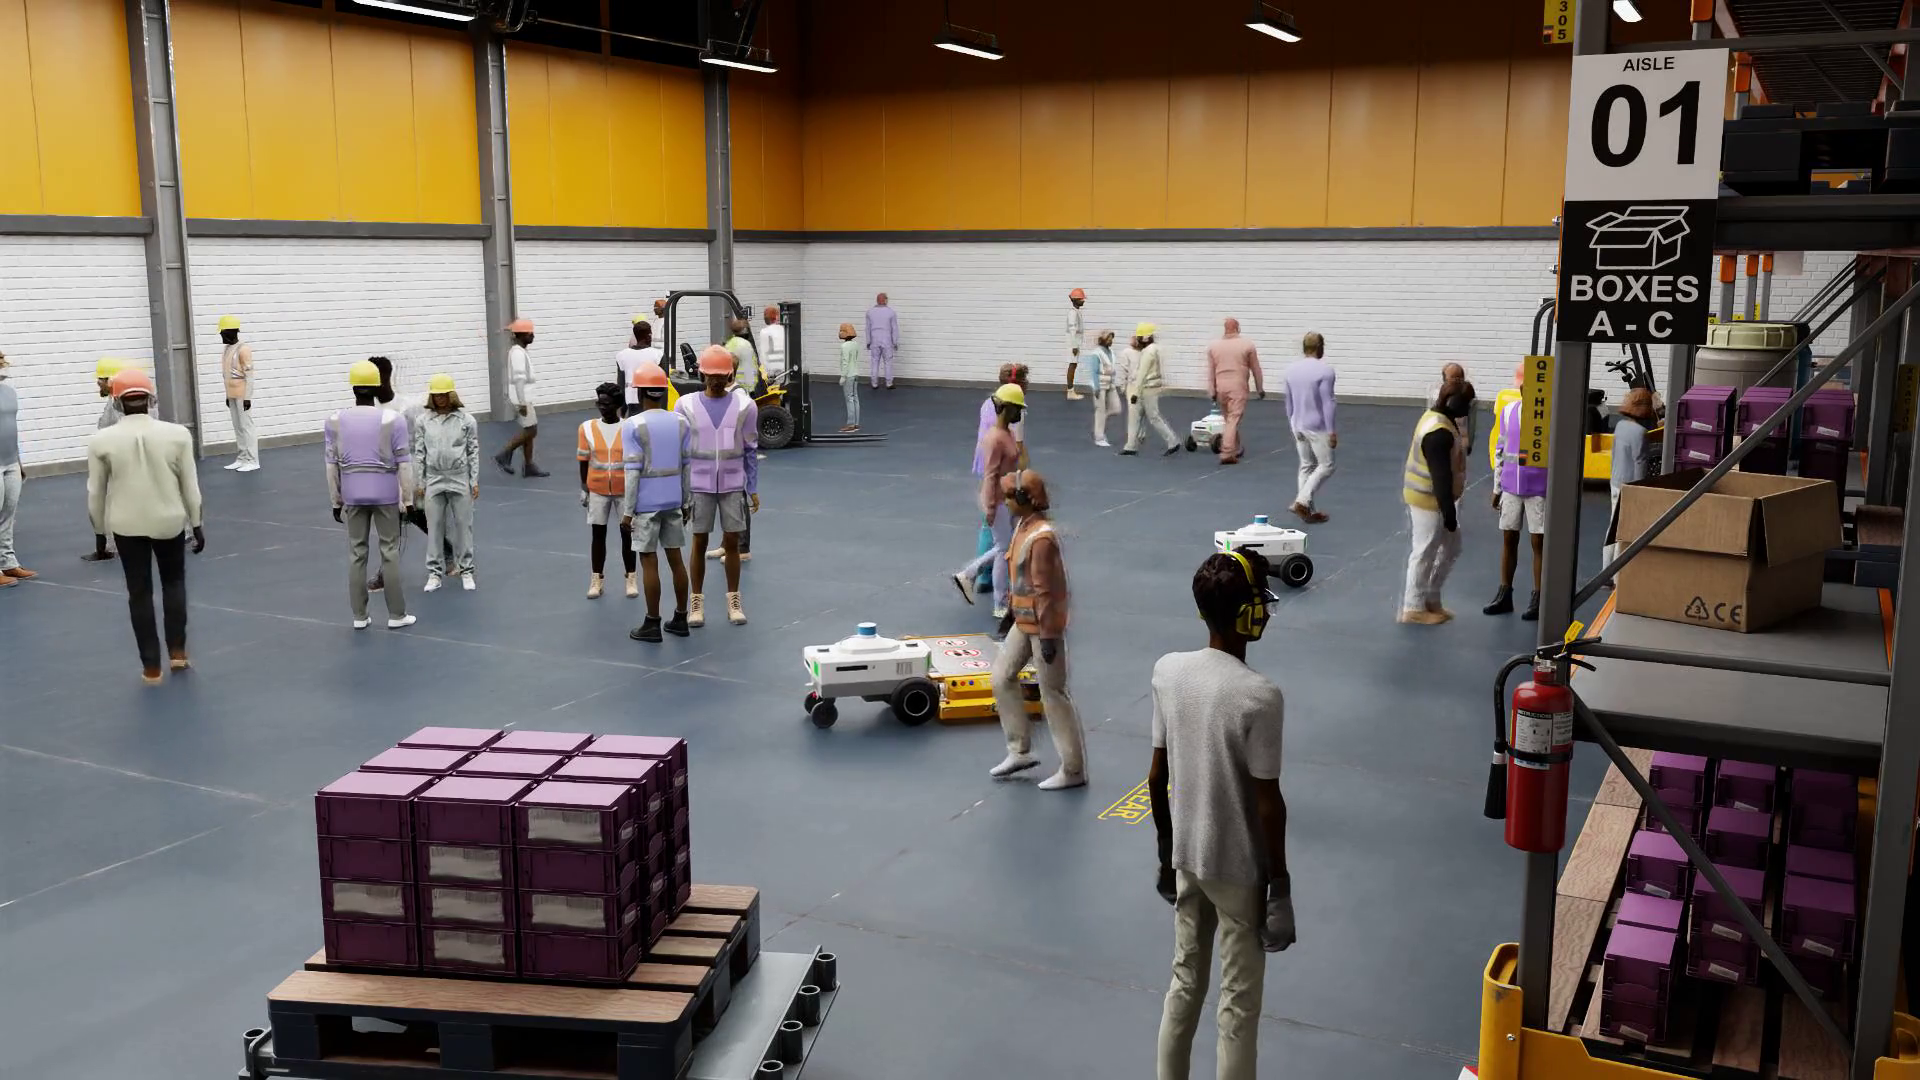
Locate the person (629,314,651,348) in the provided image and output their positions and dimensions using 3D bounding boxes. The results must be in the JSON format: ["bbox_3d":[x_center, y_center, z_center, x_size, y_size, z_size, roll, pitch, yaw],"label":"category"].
[{"bbox_3d":[-4.800,-2.510,25.065,0.330,1.764,0.533,-7,12,-34],"label":"person"}]

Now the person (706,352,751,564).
[{"bbox_3d":[-2.009,-0.719,14.455,0.336,1.845,0.514,-6,11,-31],"label":"person"}]

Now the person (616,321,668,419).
[{"bbox_3d":[-3.609,-1.530,18.951,0.590,1.916,0.399,2,10,9],"label":"person"}]

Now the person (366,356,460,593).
[{"bbox_3d":[-4.468,-0.565,13.486,0.620,1.893,1.040,7,12,35],"label":"person"}]

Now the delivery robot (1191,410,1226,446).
[{"bbox_3d":[3.448,-1.517,22.539,0.477,0.478,0.707,8,13,40],"label":"delivery robot"}]

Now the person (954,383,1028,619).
[{"bbox_3d":[0.247,-0.286,12.252,0.527,1.740,0.554,3,10,14],"label":"person"}]

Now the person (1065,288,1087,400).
[{"bbox_3d":[2.129,-3.591,30.508,0.390,2.045,0.607,1,10,9],"label":"person"}]

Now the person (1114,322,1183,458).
[{"bbox_3d":[2.500,-1.952,21.758,0.876,1.796,0.591,1,10,7],"label":"person"}]

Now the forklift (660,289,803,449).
[{"bbox_3d":[-3.358,-2.392,23.136,2.313,2.155,1.214,-1,10,-5],"label":"forklift"}]

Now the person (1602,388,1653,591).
[{"bbox_3d":[5.300,-0.391,13.172,0.266,1.631,0.507,0,10,0],"label":"person"}]

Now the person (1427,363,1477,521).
[{"bbox_3d":[4.757,-0.922,16.280,0.541,1.617,0.666,-1,10,-3],"label":"person"}]

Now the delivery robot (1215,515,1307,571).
[{"bbox_3d":[2.439,0.042,13.513,0.707,0.478,0.477,-2,10,-10],"label":"delivery robot"}]

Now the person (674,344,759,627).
[{"bbox_3d":[-1.746,-0.387,11.976,0.605,2.039,0.398,-2,10,-12],"label":"person"}]

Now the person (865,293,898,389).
[{"bbox_3d":[-1.533,-3.925,32.843,0.651,1.905,0.403,2,10,13],"label":"person"}]

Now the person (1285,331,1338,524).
[{"bbox_3d":[3.469,-1.093,16.377,0.561,1.927,0.678,-5,11,-29],"label":"person"}]

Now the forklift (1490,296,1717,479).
[{"bbox_3d":[7.296,-1.677,18.993,2.313,2.155,1.214,5,11,27],"label":"forklift"}]

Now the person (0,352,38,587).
[{"bbox_3d":[-7.800,-0.596,13.474,0.373,1.941,0.627,0,10,2],"label":"person"}]

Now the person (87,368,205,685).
[{"bbox_3d":[-5.140,-0.100,10.508,0.644,1.964,0.712,-5,11,-28],"label":"person"}]

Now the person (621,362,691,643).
[{"bbox_3d":[-2.124,-0.261,11.541,0.372,1.934,0.551,9,14,43],"label":"person"}]

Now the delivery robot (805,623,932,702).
[{"bbox_3d":[-0.532,0.721,9.582,0.707,0.478,0.477,-2,10,-14],"label":"delivery robot"}]

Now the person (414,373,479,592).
[{"bbox_3d":[-4.070,-0.455,13.224,0.488,1.743,0.319,-2,10,-10],"label":"person"}]

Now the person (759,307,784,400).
[{"bbox_3d":[-2.854,-2.685,25.782,0.696,1.860,0.582,9,13,43],"label":"person"}]

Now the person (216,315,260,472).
[{"bbox_3d":[-8.913,-1.803,20.497,0.592,1.925,0.385,9,13,43],"label":"person"}]

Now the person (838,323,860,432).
[{"bbox_3d":[-1.682,-2.446,25.068,0.278,1.634,0.498,3,10,17],"label":"person"}]

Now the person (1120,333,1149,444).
[{"bbox_3d":[2.507,-2.123,23.296,0.550,1.604,0.602,-2,10,-12],"label":"person"}]

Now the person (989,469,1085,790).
[{"bbox_3d":[0.373,0.444,8.376,0.540,1.611,0.535,-1,10,-8],"label":"person"}]

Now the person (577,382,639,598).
[{"bbox_3d":[-2.703,-0.388,12.961,0.536,1.699,0.322,-1,10,-5],"label":"person"}]

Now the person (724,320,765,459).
[{"bbox_3d":[-2.877,-1.959,21.808,0.467,1.827,0.686,-6,12,-33],"label":"person"}]

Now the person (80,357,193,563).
[{"bbox_3d":[-7.249,-0.707,14.564,0.863,1.797,0.617,-4,11,-23],"label":"person"}]

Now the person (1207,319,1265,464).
[{"bbox_3d":[3.542,-1.921,21.436,0.652,1.833,1.021,6,12,33],"label":"person"}]

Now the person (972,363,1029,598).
[{"bbox_3d":[0.326,-0.453,12.978,0.405,1.835,0.638,-5,11,-26],"label":"person"}]

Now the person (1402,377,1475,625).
[{"bbox_3d":[3.429,-0.261,11.915,0.511,1.809,0.657,3,10,18],"label":"person"}]

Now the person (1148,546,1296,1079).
[{"bbox_3d":[0.756,0.949,4.760,0.328,1.862,0.518,-8,12,-37],"label":"person"}]

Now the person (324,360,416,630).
[{"bbox_3d":[-4.192,-0.313,11.860,0.594,1.929,0.354,0,10,-2],"label":"person"}]

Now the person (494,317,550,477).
[{"bbox_3d":[-5.231,-1.688,19.830,0.523,1.927,0.560,-1,10,-8],"label":"person"}]

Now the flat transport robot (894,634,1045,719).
[{"bbox_3d":[0.041,0.803,10.199,0.652,0.197,1.431,-2,10,-14],"label":"flat transport robot"}]

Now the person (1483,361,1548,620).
[{"bbox_3d":[4.164,-0.379,12.232,0.543,1.935,0.366,10,14,44],"label":"person"}]

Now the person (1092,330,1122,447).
[{"bbox_3d":[2.021,-2.101,23.077,0.379,1.625,0.539,9,13,42],"label":"person"}]

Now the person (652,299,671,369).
[{"bbox_3d":[-5.161,-3.225,28.856,0.342,1.882,0.587,-9,13,-41],"label":"person"}]
